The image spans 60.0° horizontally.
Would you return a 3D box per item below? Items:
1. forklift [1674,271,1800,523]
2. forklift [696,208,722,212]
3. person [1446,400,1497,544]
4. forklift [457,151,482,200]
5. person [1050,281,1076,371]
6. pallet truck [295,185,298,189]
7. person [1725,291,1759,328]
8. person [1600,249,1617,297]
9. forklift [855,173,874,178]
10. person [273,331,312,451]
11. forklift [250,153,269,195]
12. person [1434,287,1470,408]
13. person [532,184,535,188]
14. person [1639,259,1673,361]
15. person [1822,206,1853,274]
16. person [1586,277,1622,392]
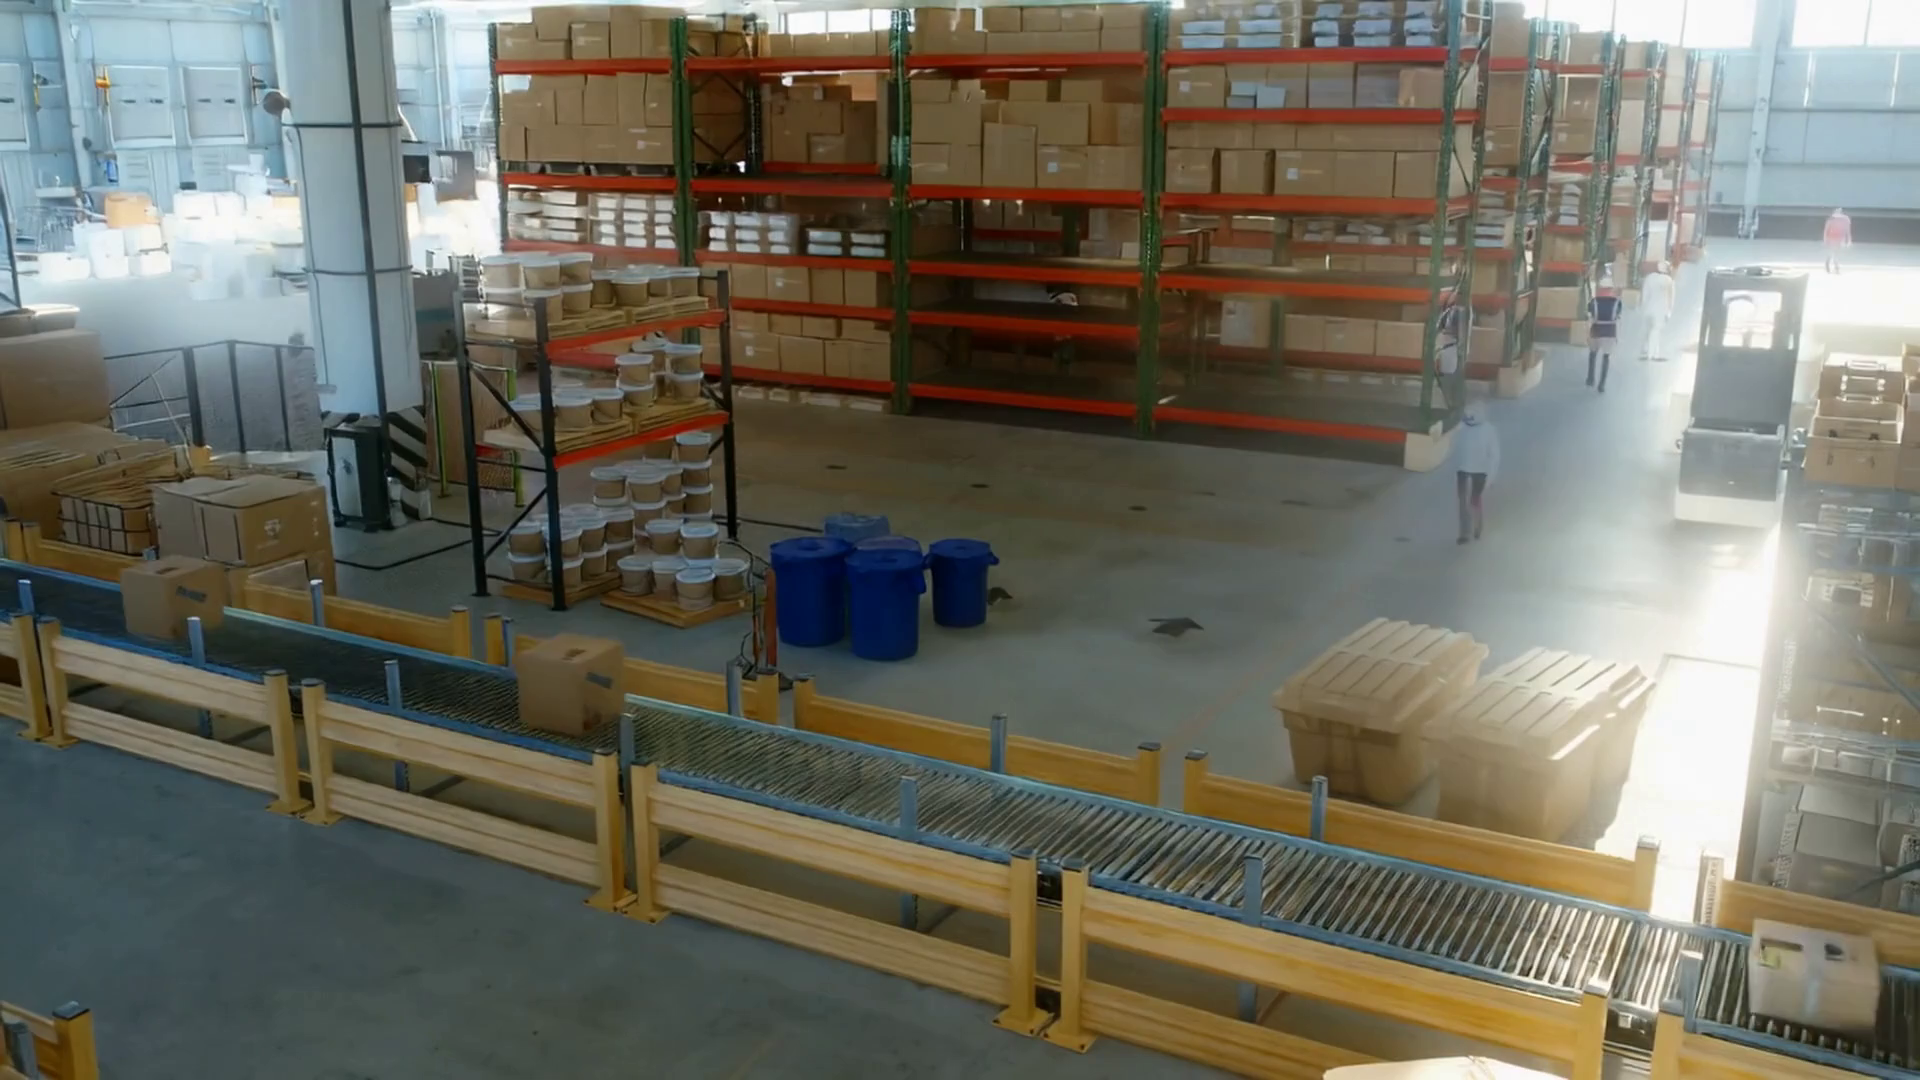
[{"bbox_3d":[9.269,-1.763,19.726,1.129,2.768,1.873,8,17,27],"label":"forklift"},{"bbox_3d":[-4.931,-4.998,31.888,1.873,2.768,1.129,8,17,28],"label":"forklift"},{"bbox_3d":[5.610,-0.735,18.280,0.526,1.619,0.348,12,19,39],"label":"person"},{"bbox_3d":[-19.017,-13.621,64.305,1.873,2.768,1.129,1,15,2],"label":"forklift"},{"bbox_3d":[1.844,-3.899,30.021,0.540,1.697,0.317,-8,17,-27],"label":"person"},{"bbox_3d":[-26.804,-14.617,69.738,1.885,1.965,0.823,-14,20,-42],"label":"pallet truck"},{"bbox_3d":[13.725,-3.627,29.210,0.523,1.582,0.872,11,18,35],"label":"person"},{"bbox_3d":[13.863,-5.388,35.637,0.318,1.690,0.530,7,17,25],"label":"person"},{"bbox_3d":[-3.452,-12.630,60.579,1.873,2.768,1.129,8,17,28],"label":"forklift"},{"bbox_3d":[-9.083,-1.978,22.705,0.600,1.747,0.551,-1,15,-3],"label":"person"},{"bbox_3d":[-25.800,-12.825,61.311,1.873,2.768,1.129,-8,17,-29],"label":"forklift"},{"bbox_3d":[7.623,-2.943,25.843,0.800,2.005,0.498,-13,19,-39],"label":"person"},{"bbox_3d":[-17.019,-13.492,66.084,0.531,1.697,0.322,3,15,10],"label":"person"},{"bbox_3d":[13.079,-4.302,31.158,0.399,1.902,0.642,-7,17,-25],"label":"person"},{"bbox_3d":[24.608,-8.402,46.592,0.782,1.875,0.600,7,17,25],"label":"person"},{"bbox_3d":[10.855,-3.483,28.104,0.552,1.881,1.005,5,16,18],"label":"person"}]
